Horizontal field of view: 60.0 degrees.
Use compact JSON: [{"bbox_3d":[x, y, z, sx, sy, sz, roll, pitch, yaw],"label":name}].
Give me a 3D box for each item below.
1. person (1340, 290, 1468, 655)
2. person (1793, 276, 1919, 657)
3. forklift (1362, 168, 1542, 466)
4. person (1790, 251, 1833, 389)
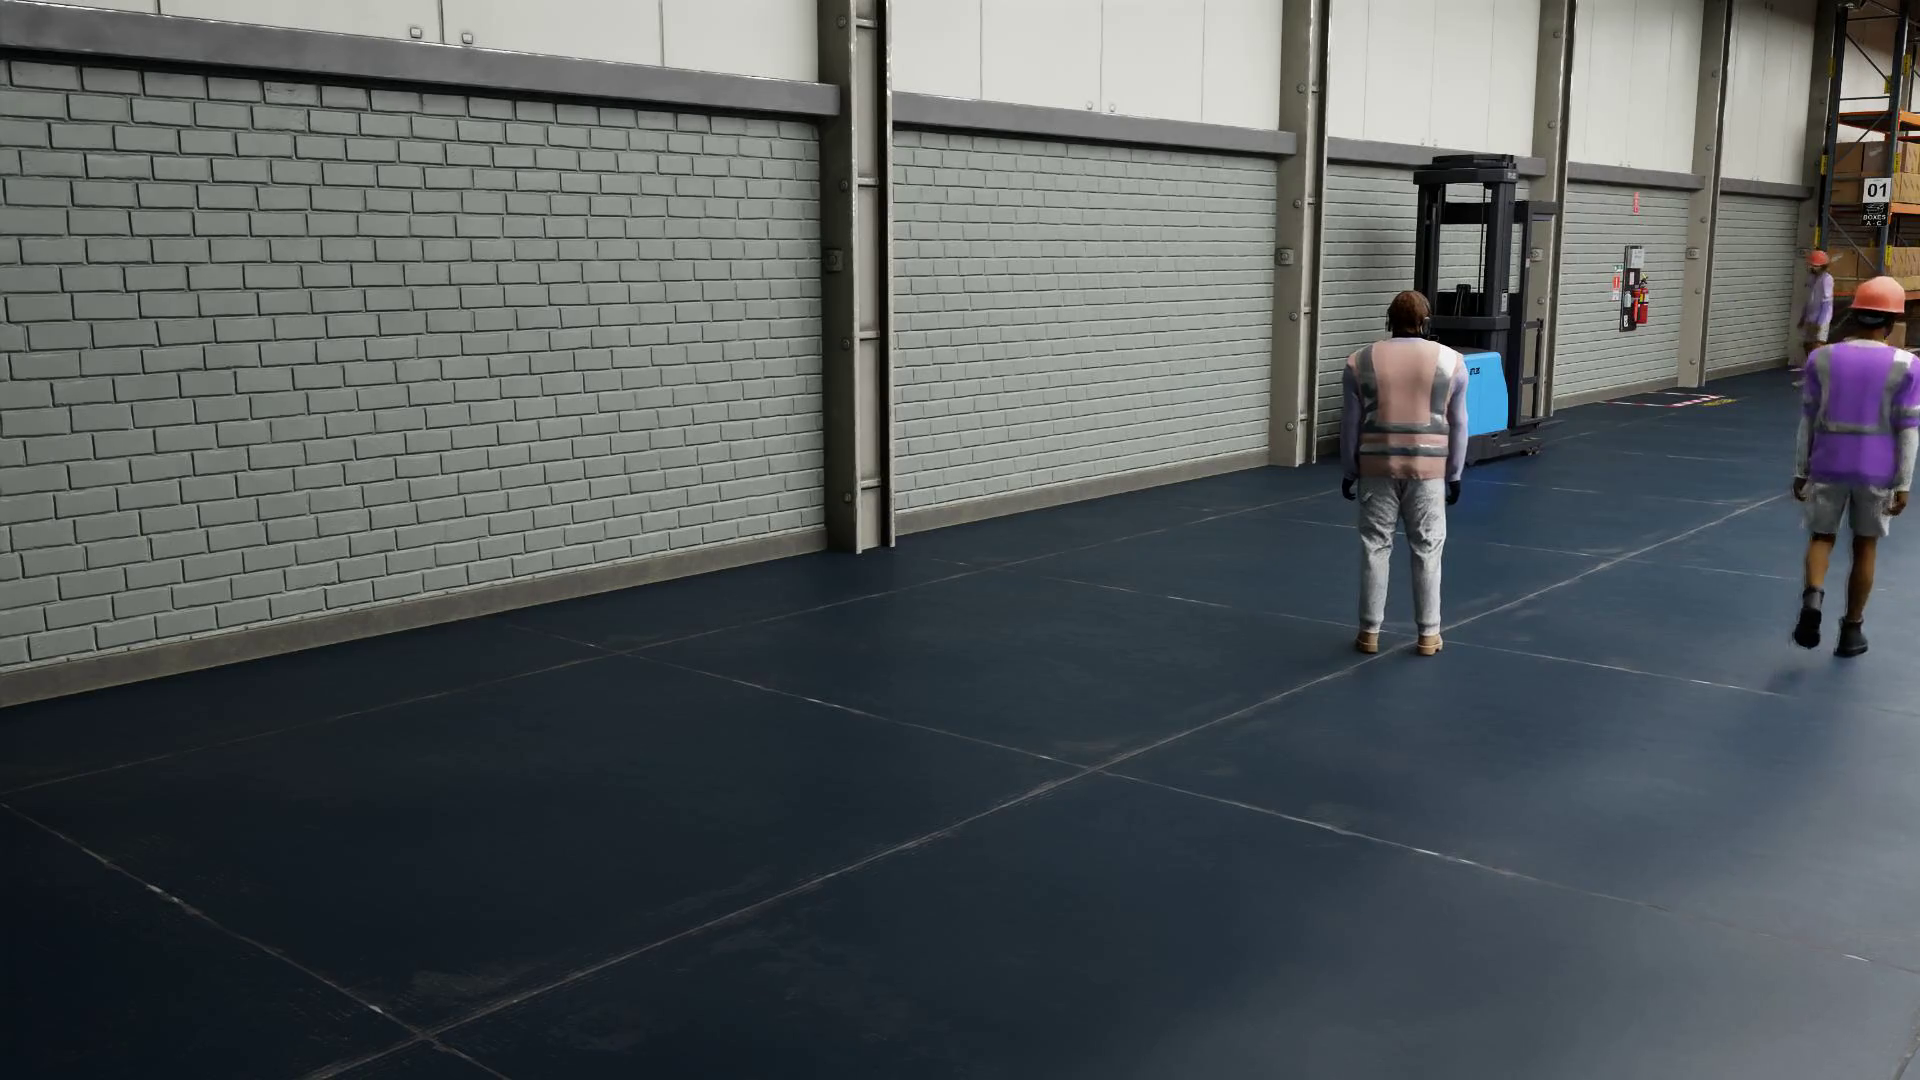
[{"bbox_3d":[2.251,-0.343,8.480,0.625,1.843,0.430,3,10,16],"label":"person"},{"bbox_3d":[4.456,-0.350,8.306,0.559,1.918,0.606,8,13,38],"label":"person"},{"bbox_3d":[4.875,-2.212,16.287,1.129,2.768,1.873,8,13,40],"label":"forklift"},{"bbox_3d":[12.539,-3.211,24.333,0.483,2.015,0.853,1,10,8],"label":"person"}]
